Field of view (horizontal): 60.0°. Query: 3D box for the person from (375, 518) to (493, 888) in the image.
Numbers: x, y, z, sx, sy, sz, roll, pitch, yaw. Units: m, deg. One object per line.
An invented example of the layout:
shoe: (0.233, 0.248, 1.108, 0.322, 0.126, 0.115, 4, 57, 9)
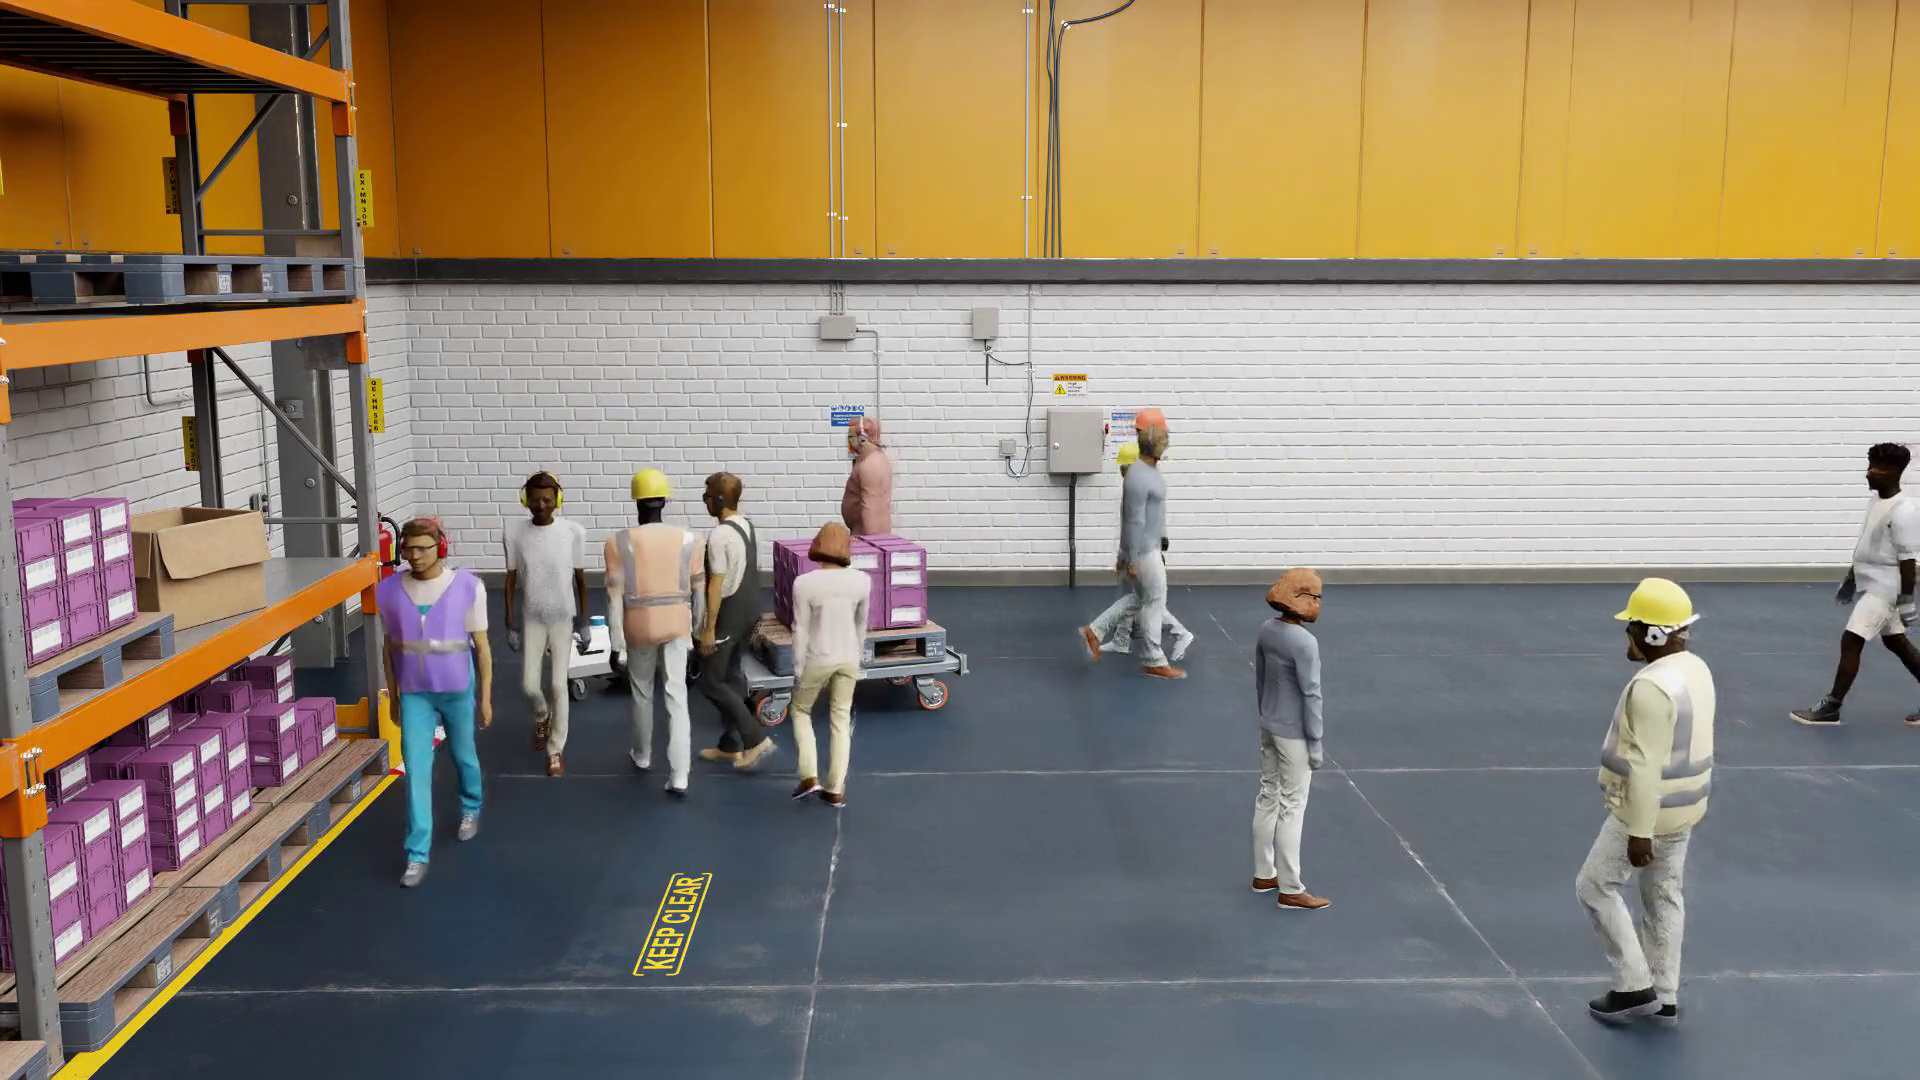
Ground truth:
person: (-2.662, 0.759, 8.515, 0.588, 1.805, 0.948, -1, 9, -3)

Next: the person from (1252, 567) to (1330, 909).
person: (1.580, 0.933, 7.947, 0.278, 1.633, 0.497, -3, 10, -18)

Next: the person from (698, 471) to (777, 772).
person: (-1.384, 0.497, 10.023, 0.534, 1.831, 0.560, 3, 10, 16)

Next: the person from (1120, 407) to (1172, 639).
person: (1.597, -0.132, 13.631, 0.701, 1.907, 0.571, -2, 10, -13)

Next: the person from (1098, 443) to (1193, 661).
person: (1.443, 0.090, 12.912, 0.764, 1.707, 0.486, 3, 10, 19)

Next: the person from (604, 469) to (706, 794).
person: (-1.779, 0.520, 9.748, 0.602, 1.876, 1.019, -4, 10, -21)

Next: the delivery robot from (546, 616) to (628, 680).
delivery robot: (-2.579, 0.785, 11.866, 0.707, 0.478, 0.477, -6, 11, -35)

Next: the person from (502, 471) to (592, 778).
person: (-2.487, 0.487, 10.074, 0.515, 1.842, 0.533, -2, 9, -9)

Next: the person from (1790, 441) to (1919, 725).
person: (6.132, 0.300, 10.981, 1.008, 1.923, 0.606, 3, 10, 17)

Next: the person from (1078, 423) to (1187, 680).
person: (1.284, 0.075, 12.353, 0.777, 1.918, 0.625, 2, 9, 13)

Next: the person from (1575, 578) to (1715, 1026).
person: (2.738, 1.052, 6.651, 0.465, 1.817, 0.629, 8, 13, 42)

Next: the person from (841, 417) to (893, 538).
person: (-0.798, -0.047, 13.259, 0.825, 1.869, 0.686, 1, 9, 9)

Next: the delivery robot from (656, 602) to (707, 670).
delivery robot: (-2.032, 0.705, 12.359, 0.477, 0.478, 0.707, 5, 10, 27)

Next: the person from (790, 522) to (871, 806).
person: (-0.742, 0.705, 9.424, 0.513, 1.615, 0.361, -5, 10, -26)
